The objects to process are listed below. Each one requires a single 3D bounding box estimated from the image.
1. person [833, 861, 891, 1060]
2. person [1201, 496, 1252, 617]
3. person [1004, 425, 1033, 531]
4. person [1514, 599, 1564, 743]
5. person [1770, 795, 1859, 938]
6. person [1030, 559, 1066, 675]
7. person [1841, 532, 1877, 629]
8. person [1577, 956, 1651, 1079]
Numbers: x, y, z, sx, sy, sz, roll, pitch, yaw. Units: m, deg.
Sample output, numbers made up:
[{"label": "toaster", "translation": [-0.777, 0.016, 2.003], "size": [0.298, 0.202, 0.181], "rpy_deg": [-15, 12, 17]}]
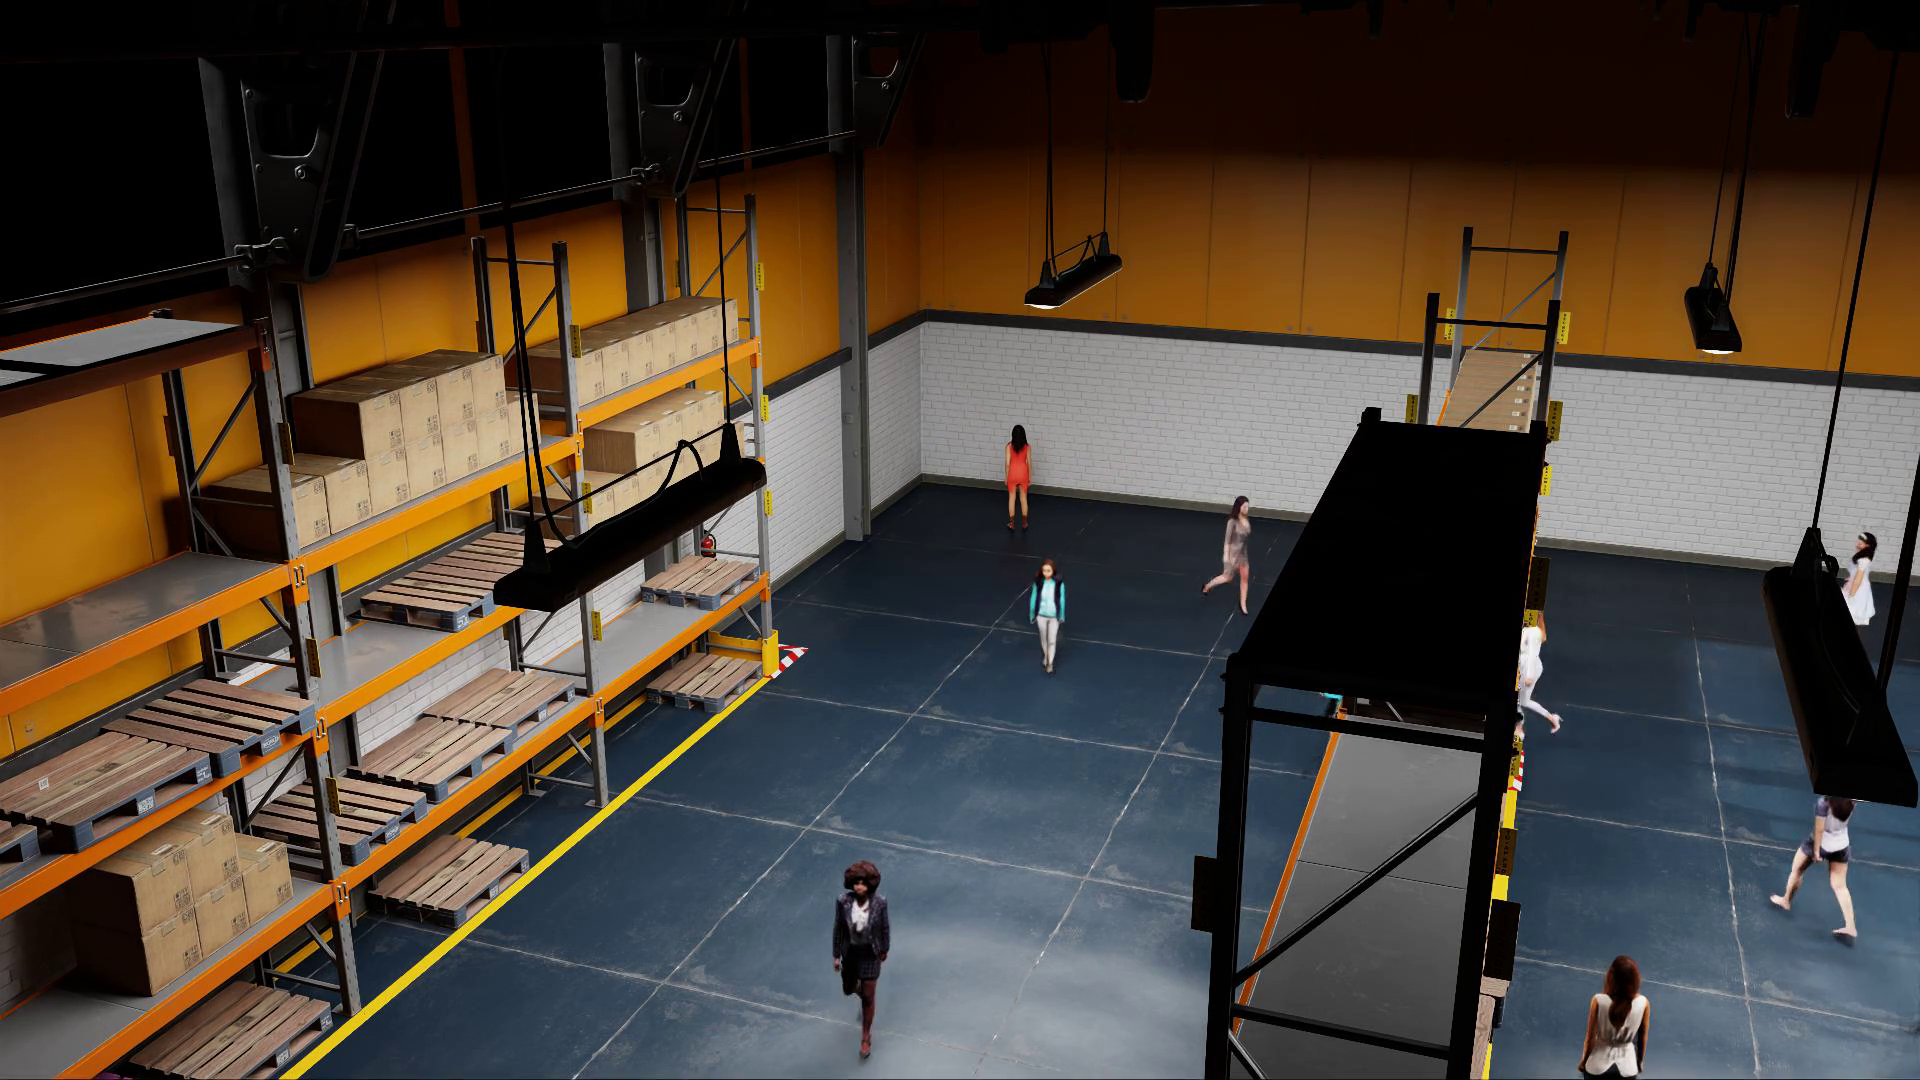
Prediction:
[{"label": "person", "translation": [-0.802, 3.360, 13.605], "size": [0.747, 1.676, 0.999], "rpy_deg": [2, 19, 5]}, {"label": "person", "translation": [3.721, 0.198, 22.936], "size": [1.007, 1.714, 1.102], "rpy_deg": [17, 25, 41]}, {"label": "person", "translation": [0.921, -1.006, 26.504], "size": [0.669, 1.719, 0.664], "rpy_deg": [-2, 19, -7]}, {"label": "person", "translation": [6.556, 1.537, 18.923], "size": [0.806, 1.738, 0.884], "rpy_deg": [1, 19, 4]}, {"label": "person", "translation": [7.994, 2.831, 15.193], "size": [1.020, 1.665, 1.173], "rpy_deg": [-6, 19, -16]}, {"label": "person", "translation": [1.130, 0.927, 21.158], "size": [0.666, 1.468, 0.907], "rpy_deg": [3, 19, 10]}, {"label": "person", "translation": [11.445, 0.745, 21.199], "size": [0.985, 1.785, 0.750], "rpy_deg": [16, 24, 39]}, {"label": "person", "translation": [4.727, 3.824, 12.059], "size": [0.646, 1.784, 0.598], "rpy_deg": [2, 19, 7]}]
